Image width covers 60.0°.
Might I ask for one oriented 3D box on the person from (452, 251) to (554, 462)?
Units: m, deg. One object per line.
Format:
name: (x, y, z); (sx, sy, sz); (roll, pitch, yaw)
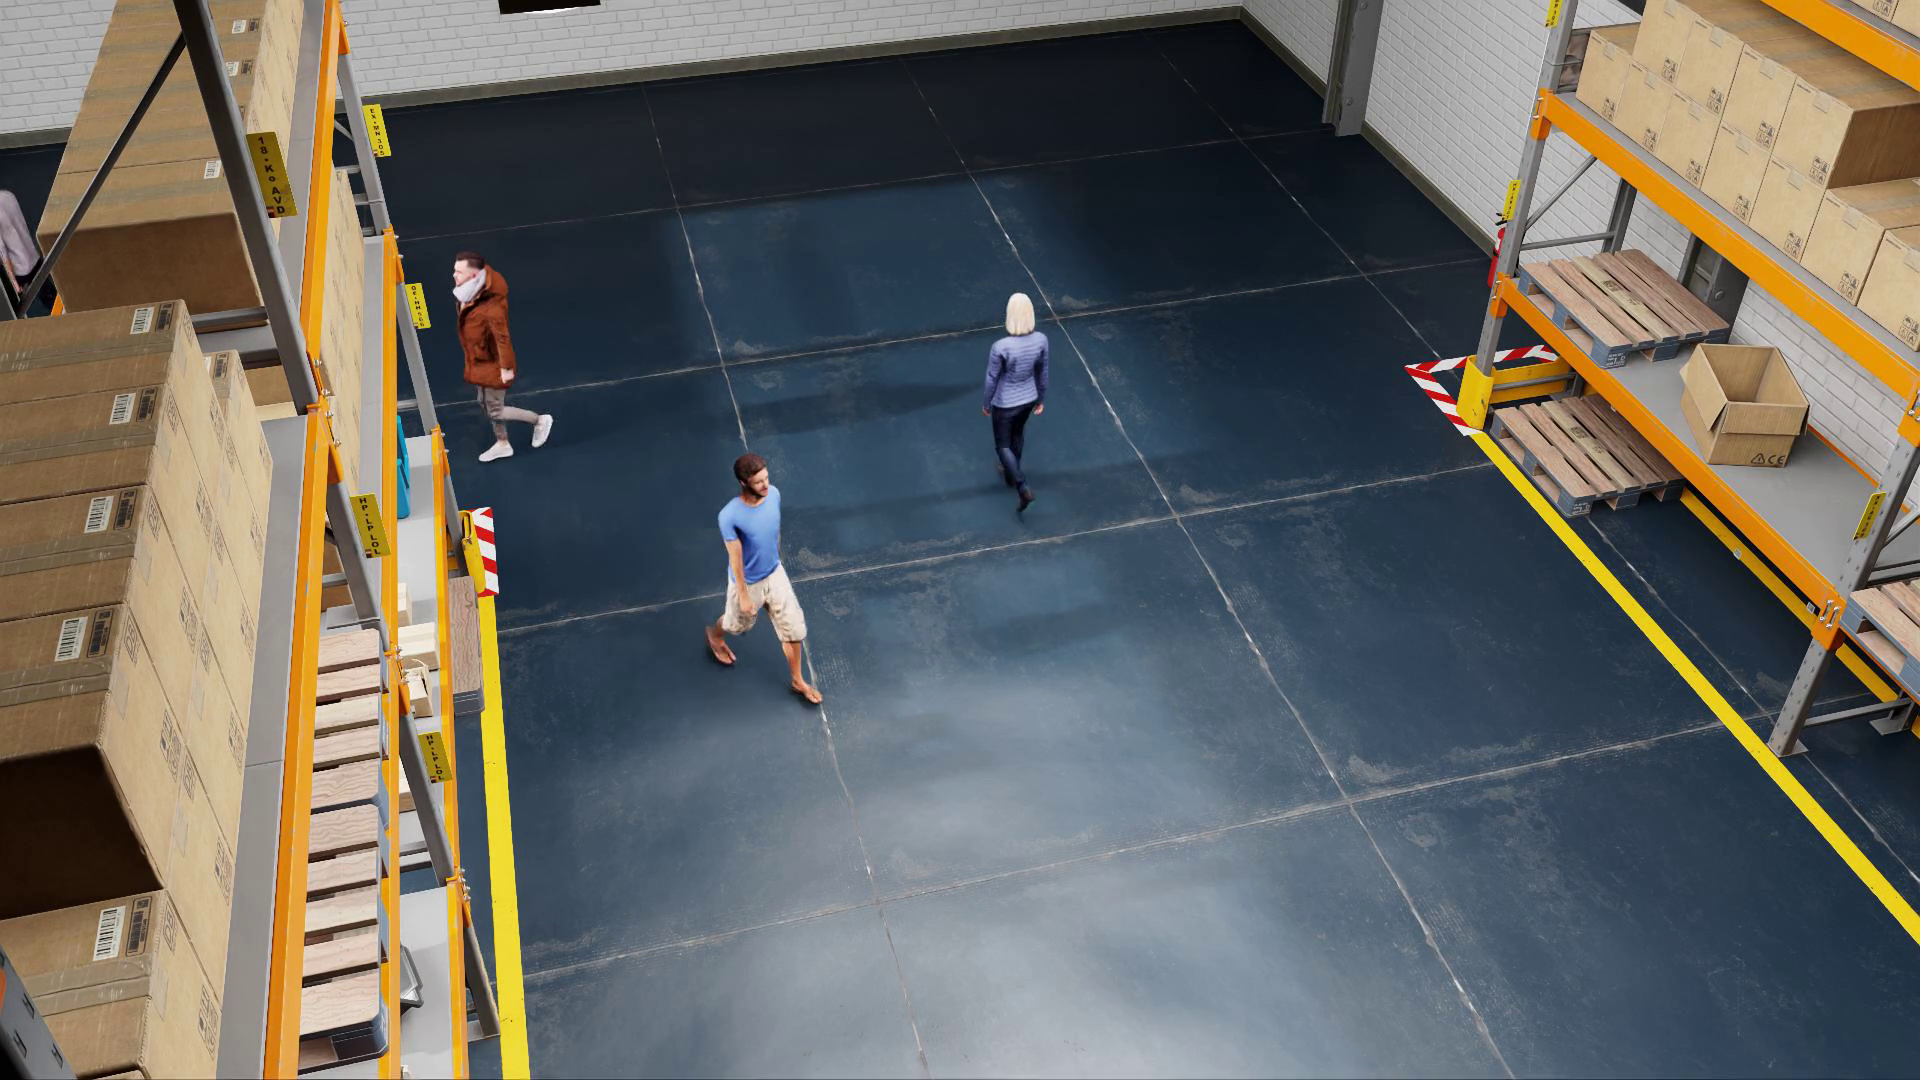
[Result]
person: (-3.496, -1.395, 12.668); (0.935, 1.824, 0.918); (-24, 45, -27)

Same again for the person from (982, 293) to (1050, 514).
person: (0.428, -0.995, 12.245); (0.789, 1.727, 1.048); (-18, 42, -21)

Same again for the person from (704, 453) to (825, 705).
person: (-1.378, 0.199, 10.659); (1.016, 1.840, 1.298); (-29, 47, -32)
